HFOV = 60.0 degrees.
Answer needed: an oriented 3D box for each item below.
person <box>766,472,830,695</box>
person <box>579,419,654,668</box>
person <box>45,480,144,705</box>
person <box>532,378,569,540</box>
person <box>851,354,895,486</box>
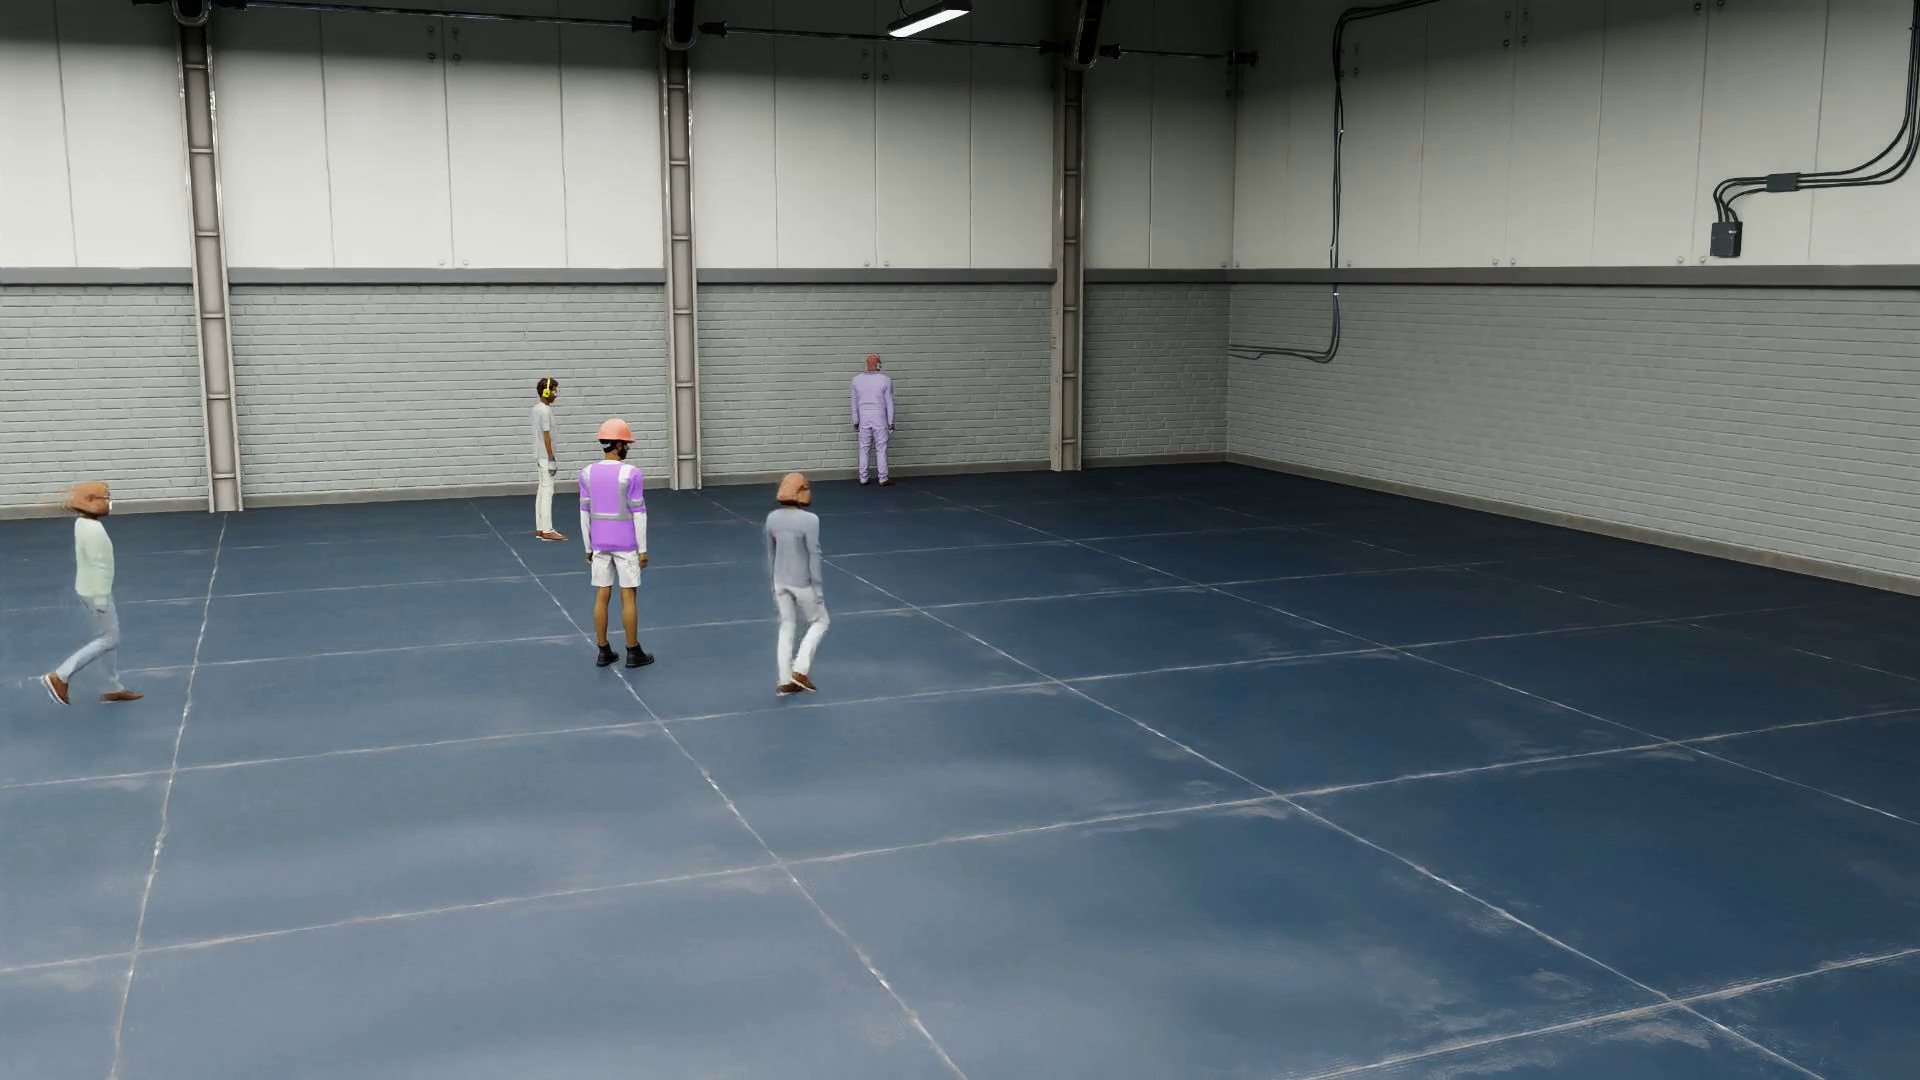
[{"bbox_3d":[-1.171,0.321,12.005,0.531,1.620,0.369,7,11,36],"label":"person"},{"bbox_3d":[-2.657,0.029,12.874,0.543,1.932,0.376,3,10,18],"label":"person"},{"bbox_3d":[-6.095,0.384,11.641,0.550,1.619,0.504,-7,11,-36],"label":"person"},{"bbox_3d":[-4.734,-0.927,19.094,0.327,1.865,0.520,-5,10,-27],"label":"person"},{"bbox_3d":[-1.233,-1.722,23.950,0.652,1.906,0.408,3,10,18],"label":"person"}]
